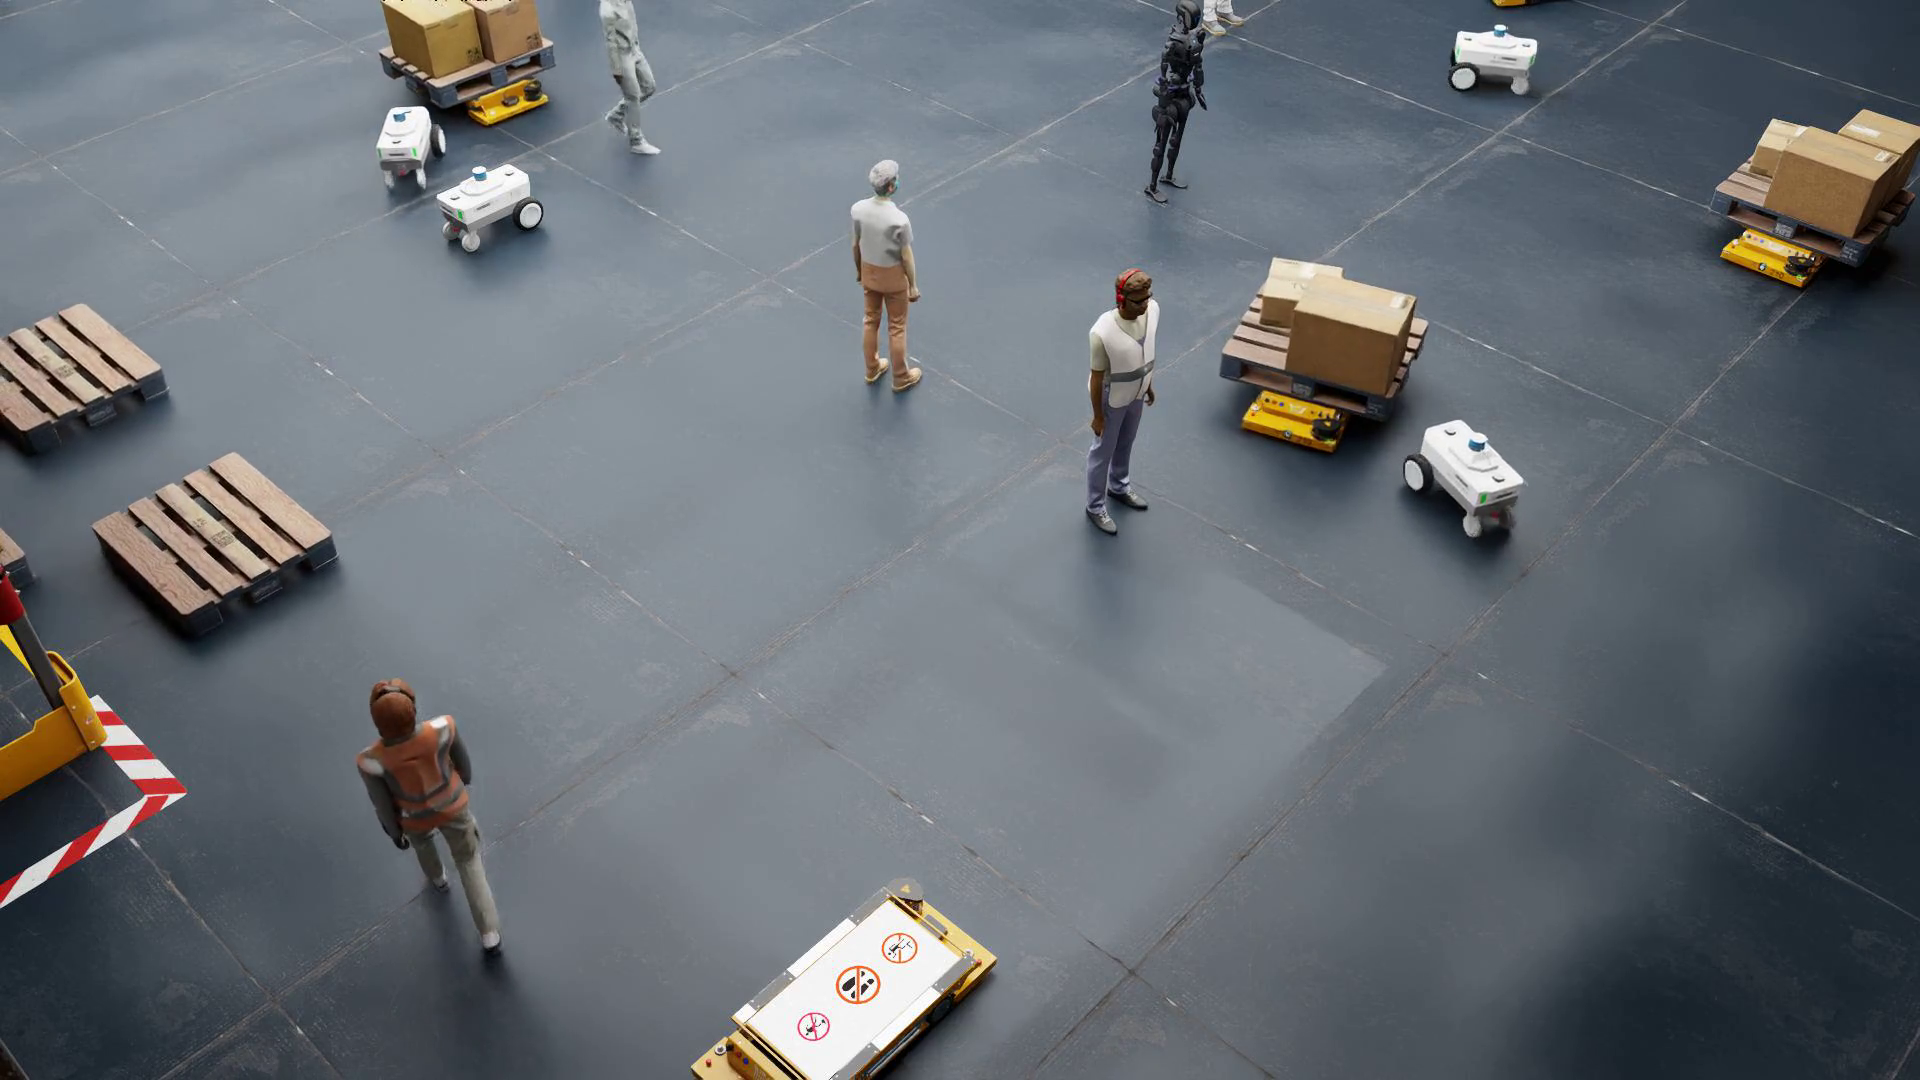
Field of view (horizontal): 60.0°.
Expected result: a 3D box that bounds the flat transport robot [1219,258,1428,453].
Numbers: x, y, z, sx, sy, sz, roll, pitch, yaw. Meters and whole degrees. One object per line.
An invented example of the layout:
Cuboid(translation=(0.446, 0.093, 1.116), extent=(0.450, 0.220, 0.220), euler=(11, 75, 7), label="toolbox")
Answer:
Cuboid(translation=(2.550, -1.168, 11.824), extent=(0.659, 0.231, 1.431), euler=(18, 45, 19), label="flat transport robot")

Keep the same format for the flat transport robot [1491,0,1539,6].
Cuboid(translation=(5.938, -5.698, 16.859), extent=(1.431, 0.231, 0.659), euler=(-11, 43, -12), label="flat transport robot")

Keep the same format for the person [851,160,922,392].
Cuboid(translation=(-0.511, -1.810, 11.432), extent=(0.493, 1.744, 0.302), euler=(21, 46, 22), label="person")

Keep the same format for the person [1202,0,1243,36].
Cuboid(translation=(2.559, -5.745, 15.705), extent=(0.357, 1.883, 0.572), euler=(32, 51, 30), label="person")

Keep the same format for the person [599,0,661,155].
Cuboid(translation=(-2.807, -4.047, 13.929), extent=(0.421, 1.728, 0.502), euler=(7, 42, 8), label="person")

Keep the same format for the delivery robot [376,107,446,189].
Cuboid(translation=(-4.676, -3.357, 14.058), extent=(0.499, 0.614, 0.804), euler=(-3, 42, -4), label="delivery robot")

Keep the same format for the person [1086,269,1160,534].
Cuboid(translation=(0.997, -0.893, 10.340), extent=(0.391, 1.846, 0.564), euler=(32, 51, 30), label="person")

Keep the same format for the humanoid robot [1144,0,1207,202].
Cuboid(translation=(1.760, -3.563, 13.423), extent=(0.315, 1.657, 0.599), euler=(32, 51, 30), label="humanoid robot")

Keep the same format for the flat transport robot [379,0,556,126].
Cuboid(translation=(-4.452, -4.199, 15.193), extent=(0.659, 0.231, 1.431), euler=(-34, 52, -32), label="flat transport robot")

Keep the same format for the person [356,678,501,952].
Cuboid(translation=(-2.557, 1.328, 8.052), extent=(0.491, 1.603, 0.817), euler=(-16, 44, -17), label="person")

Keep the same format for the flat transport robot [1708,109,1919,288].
Cuboid(translation=(6.719, -2.492, 13.295), extent=(0.659, 0.231, 1.431), euler=(32, 51, 30), label="flat transport robot")

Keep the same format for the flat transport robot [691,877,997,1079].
Cuboid(translation=(-0.540, 2.262, 8.012), extent=(0.659, 0.231, 1.431), euler=(32, 51, 30), label="flat transport robot")

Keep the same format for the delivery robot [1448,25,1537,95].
Cuboid(translation=(4.875, -4.413, 15.208), extent=(0.774, 0.581, 0.499), euler=(10, 43, 11), label="delivery robot")

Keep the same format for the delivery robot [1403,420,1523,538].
Cuboid(translation=(3.296, -0.438, 10.813), extent=(0.499, 0.614, 0.818), euler=(-16, 44, -17), label="delivery robot")

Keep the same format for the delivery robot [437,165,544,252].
Cuboid(translation=(-3.791, -2.710, 13.303), extent=(0.499, 0.566, 0.739), euler=(32, 51, 30), label="delivery robot")
